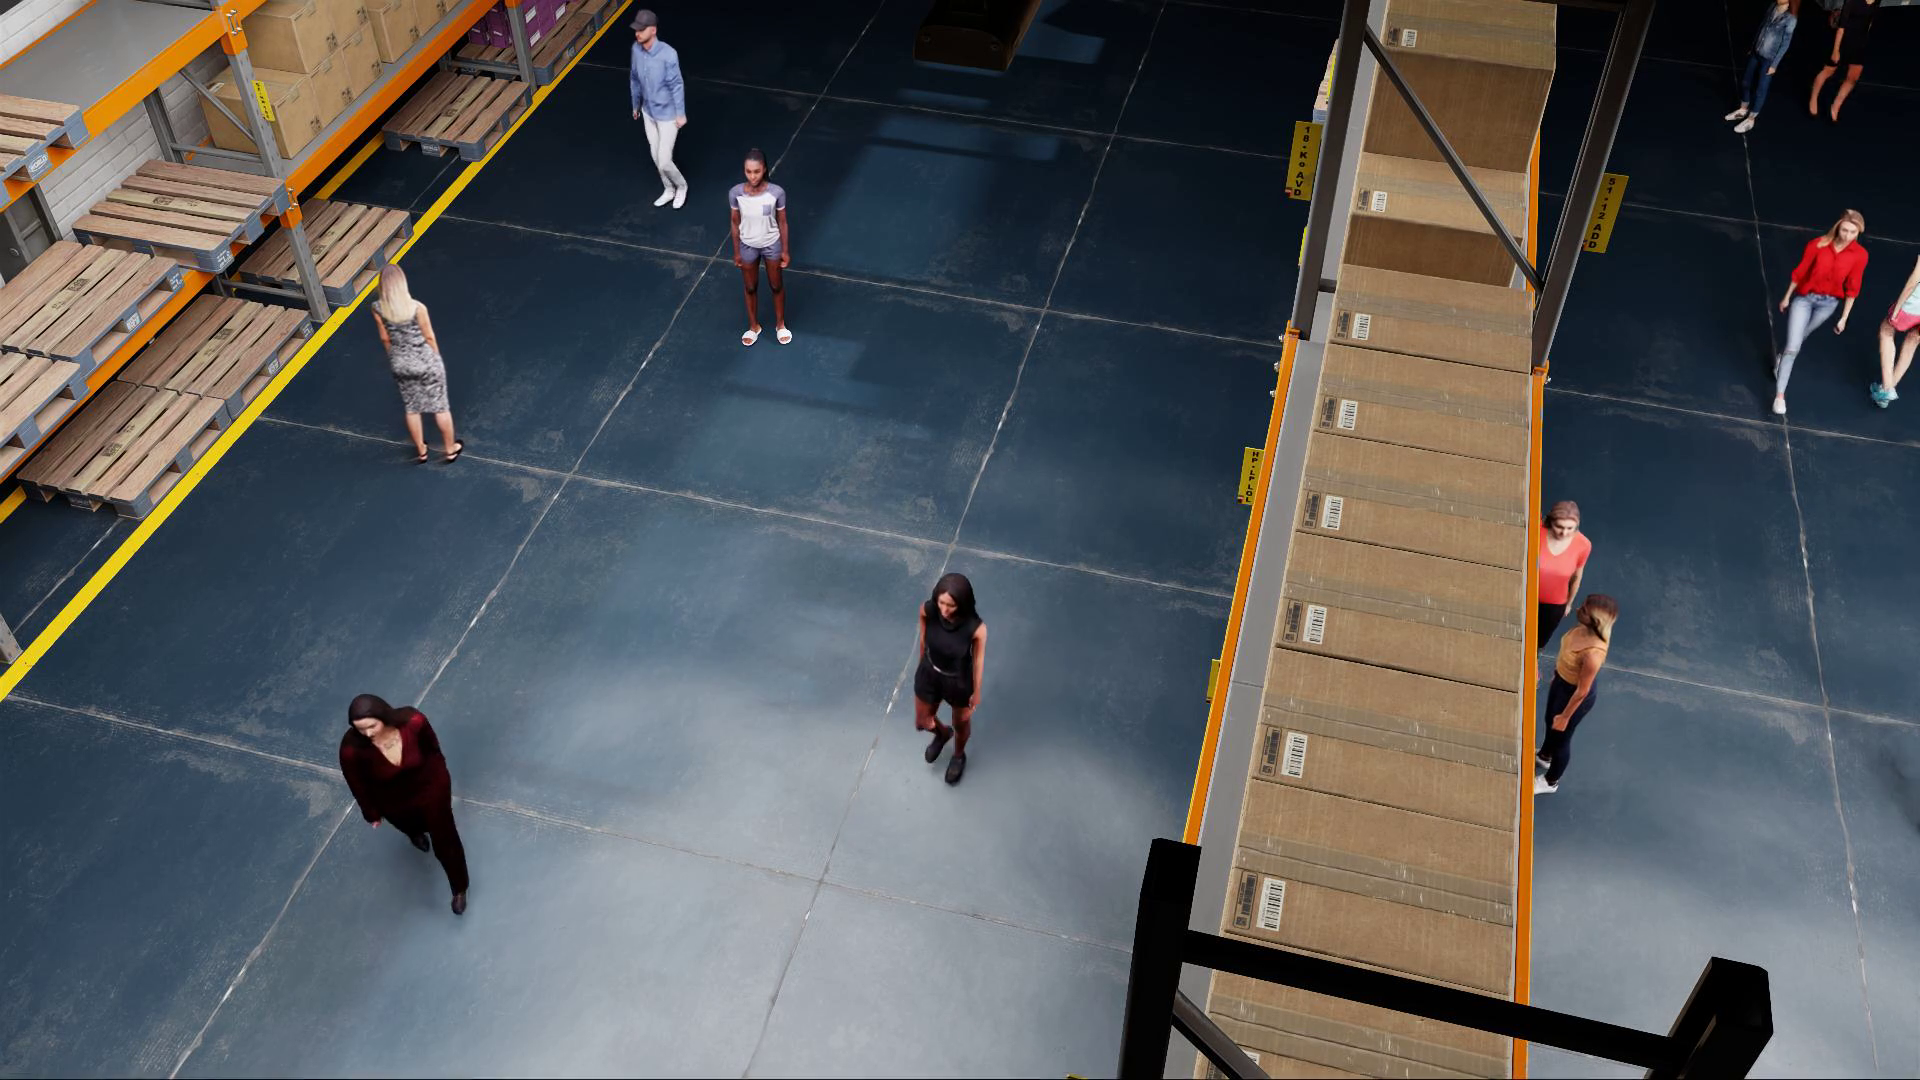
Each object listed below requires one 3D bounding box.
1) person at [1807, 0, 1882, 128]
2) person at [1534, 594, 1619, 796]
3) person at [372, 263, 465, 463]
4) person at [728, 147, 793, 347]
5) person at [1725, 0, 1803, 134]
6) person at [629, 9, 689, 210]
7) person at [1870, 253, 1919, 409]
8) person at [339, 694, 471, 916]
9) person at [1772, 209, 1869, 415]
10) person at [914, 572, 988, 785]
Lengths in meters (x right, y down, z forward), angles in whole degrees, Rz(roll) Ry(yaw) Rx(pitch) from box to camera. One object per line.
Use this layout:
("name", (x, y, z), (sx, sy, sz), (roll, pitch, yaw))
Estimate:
("person", (8.439, -4.793, 15.913), (0.715, 1.657, 0.770), (-9, 44, -10))
("person", (3.649, 0.915, 9.943), (0.633, 1.628, 0.467), (8, 44, 8))
("person", (-3.989, -1.267, 12.181), (0.587, 1.700, 0.544), (4, 44, 4))
("person", (-1.584, -2.334, 13.286), (0.673, 1.721, 0.659), (-1, 44, -2))
("person", (7.724, -4.627, 15.866), (0.725, 1.482, 0.624), (-13, 45, -13))
("person", (-2.607, -3.842, 14.756), (0.749, 1.876, 0.746), (25, 49, 24))
("person", (7.318, -1.693, 12.588), (0.647, 1.755, 0.752), (2, 44, 3))
("person", (-3.167, 1.335, 9.449), (1.096, 1.701, 1.171), (-24, 49, -23))
("person", (6.586, -1.848, 12.823), (0.669, 1.656, 1.097), (13, 45, 13))
("person", (-0.021, 0.778, 10.012), (0.645, 1.730, 0.647), (17, 46, 17))
